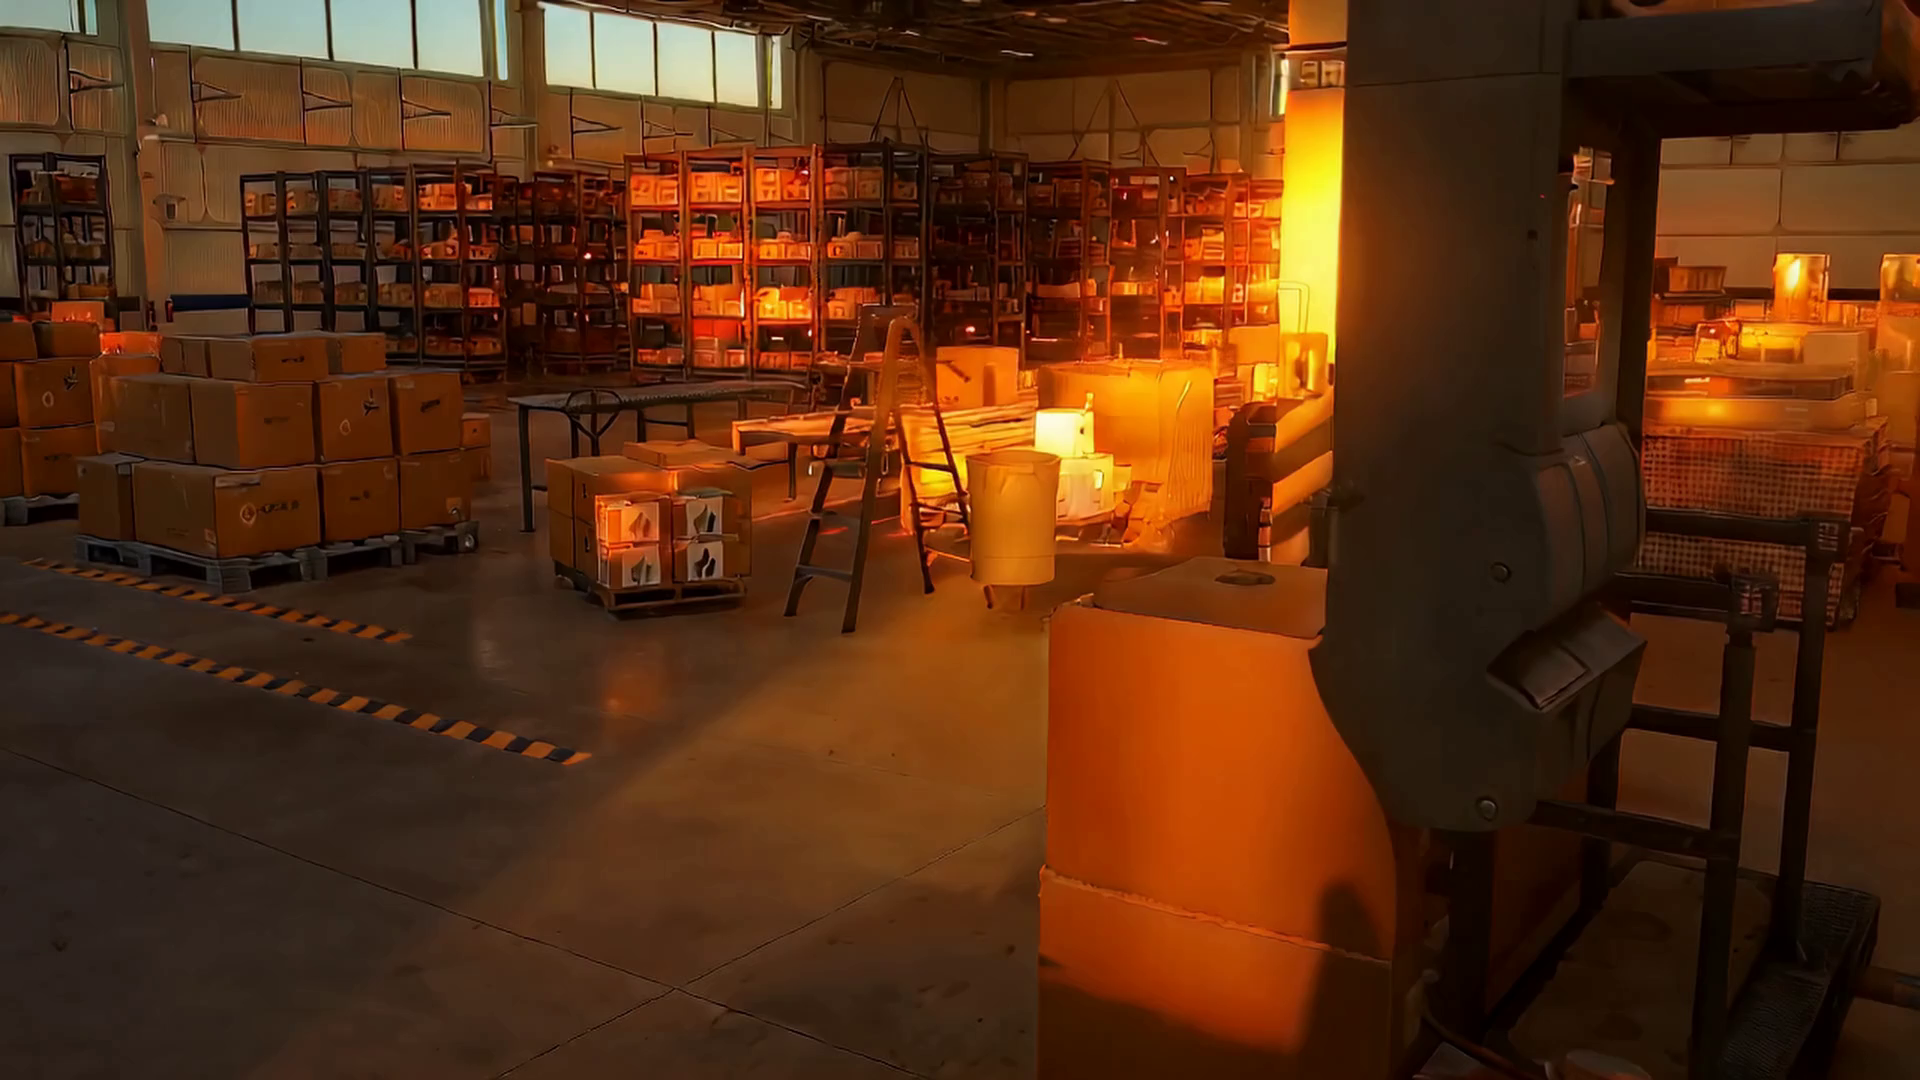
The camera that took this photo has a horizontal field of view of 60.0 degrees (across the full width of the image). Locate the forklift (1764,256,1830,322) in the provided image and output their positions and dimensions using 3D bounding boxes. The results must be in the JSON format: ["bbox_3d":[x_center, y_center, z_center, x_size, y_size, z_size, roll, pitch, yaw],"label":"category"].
[{"bbox_3d":[20.253,-5.854,40.139,1.157,1.987,2.680,7,12,35],"label":"forklift"}]

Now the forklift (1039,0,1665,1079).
[{"bbox_3d":[1.249,-0.137,4.360,1.873,2.768,1.129,7,12,35],"label":"forklift"}]

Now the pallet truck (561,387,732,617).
[{"bbox_3d":[-1.981,-0.274,10.088,0.680,1.201,1.601,-5,11,-28],"label":"pallet truck"}]

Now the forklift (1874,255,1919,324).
[{"bbox_3d":[22.089,-5.634,38.796,1.157,1.987,2.680,6,11,33],"label":"forklift"}]

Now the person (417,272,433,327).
[{"bbox_3d":[-11.519,-4.823,35.467,0.919,1.798,0.594,-8,13,-41],"label":"person"}]

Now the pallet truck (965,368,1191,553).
[{"bbox_3d":[0.845,-0.609,11.869,1.630,1.274,0.653,7,12,35],"label":"pallet truck"}]
